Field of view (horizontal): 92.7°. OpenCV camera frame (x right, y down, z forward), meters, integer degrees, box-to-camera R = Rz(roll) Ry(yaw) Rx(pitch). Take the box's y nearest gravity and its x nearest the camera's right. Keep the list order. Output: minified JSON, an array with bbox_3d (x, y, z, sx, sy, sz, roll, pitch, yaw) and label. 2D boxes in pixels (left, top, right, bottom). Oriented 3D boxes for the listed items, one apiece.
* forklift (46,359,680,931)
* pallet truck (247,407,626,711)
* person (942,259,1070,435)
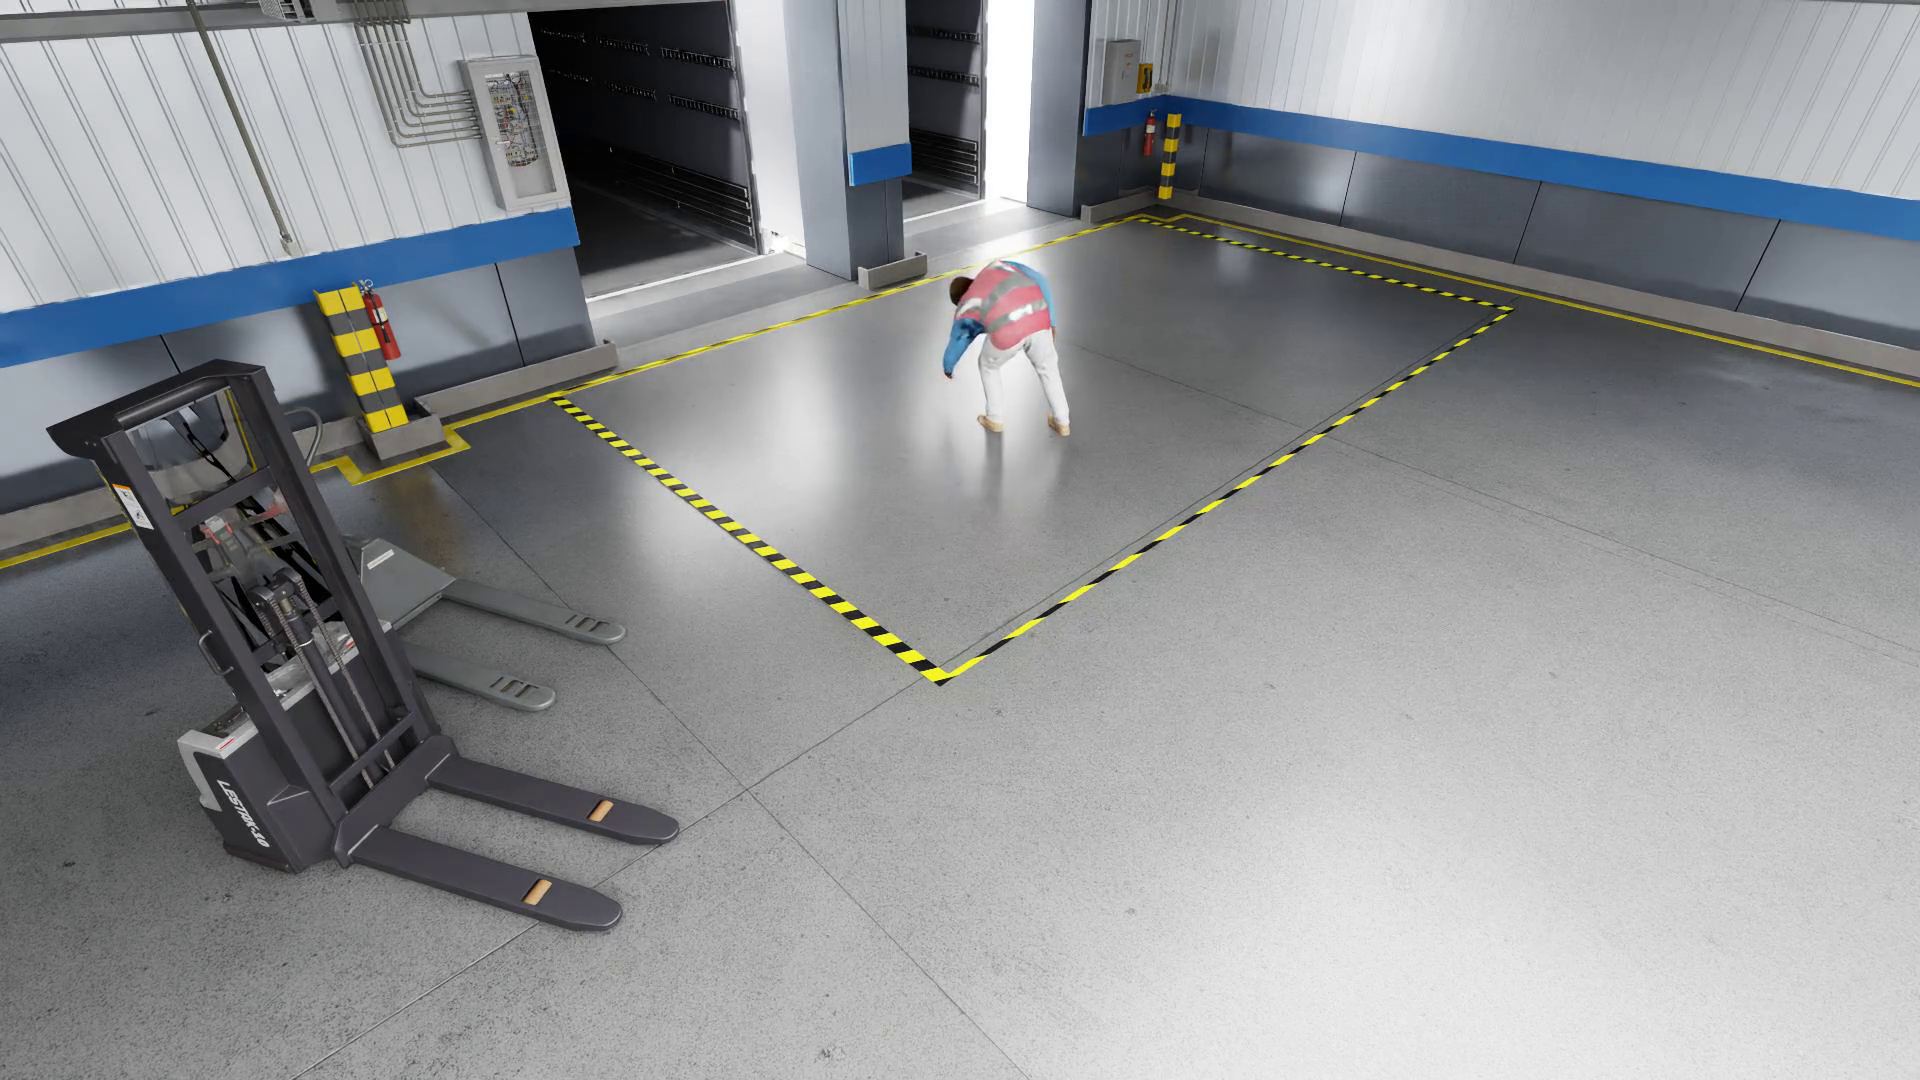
[{"bbox_3d":[-2.135,0.422,3.354,1.885,1.965,0.823,10,35,14],"label":"forklift"},{"bbox_3d":[-2.628,0.038,4.590,1.601,1.201,0.680,12,36,18],"label":"pallet truck"},{"bbox_3d":[0.346,-1.425,6.770,0.929,1.254,0.894,-2,34,-3],"label":"person"}]
